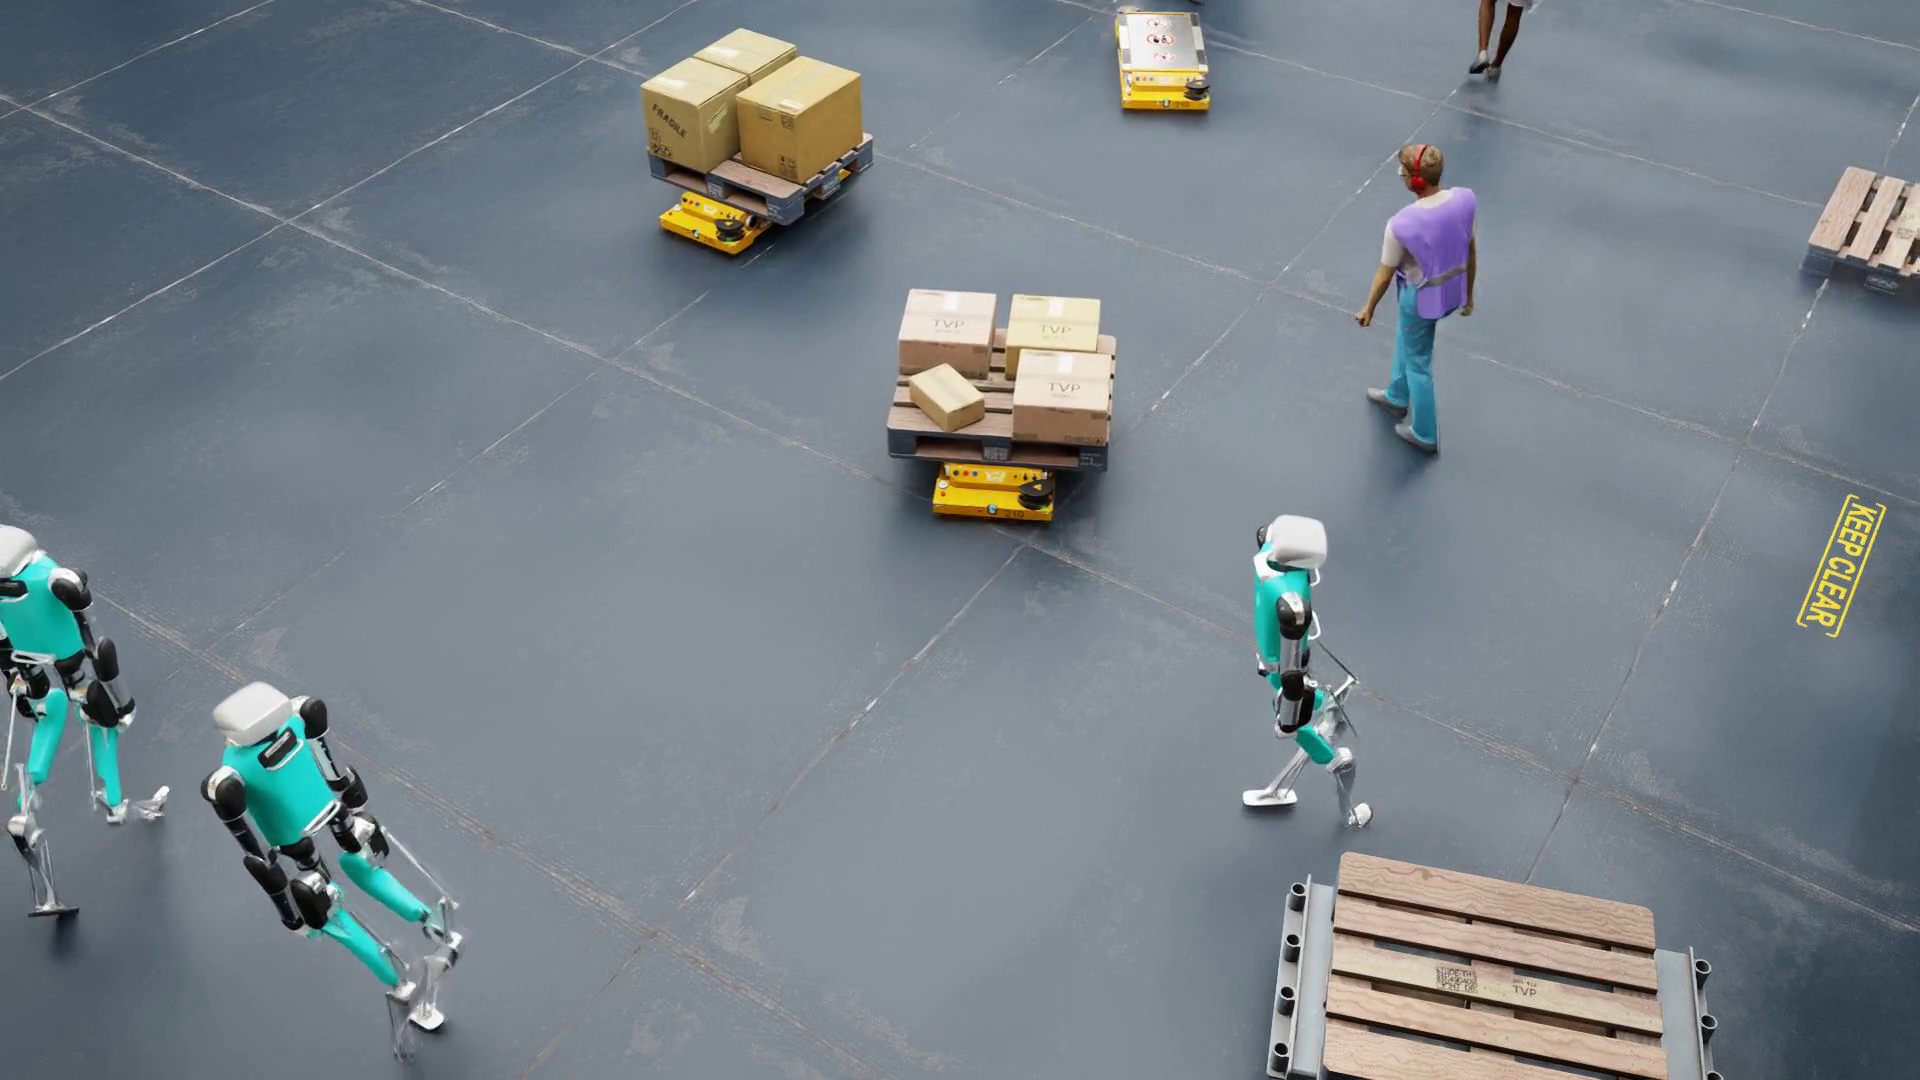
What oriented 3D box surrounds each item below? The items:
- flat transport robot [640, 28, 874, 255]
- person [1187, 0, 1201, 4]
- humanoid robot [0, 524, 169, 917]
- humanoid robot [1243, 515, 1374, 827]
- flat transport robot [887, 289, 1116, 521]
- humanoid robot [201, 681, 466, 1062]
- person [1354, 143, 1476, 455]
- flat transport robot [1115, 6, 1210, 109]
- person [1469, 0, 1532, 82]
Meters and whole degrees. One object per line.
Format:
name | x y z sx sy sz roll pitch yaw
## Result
flat transport robot | -1.373 -2.457 11.529 0.659 0.231 1.431 24 47 24
person | 1.797 -5.302 13.694 0.509 1.613 0.832 -24 47 -25
humanoid robot | -3.756 0.848 6.753 0.531 1.779 0.974 6 42 6
humanoid robot | 1.571 0.629 7.042 0.829 1.873 0.552 -2 42 -3
flat transport robot | 0.251 -0.651 9.508 0.659 0.231 1.431 4 42 5
humanoid robot | -2.216 1.317 6.245 0.800 1.812 0.542 17 44 18
person | 2.497 -1.321 9.108 0.590 1.795 0.724 -25 48 -25
flat transport robot | 1.570 -3.777 13.005 0.659 0.231 1.431 1 42 1
person | 4.159 -4.332 12.384 0.558 1.925 0.473 10 43 11
